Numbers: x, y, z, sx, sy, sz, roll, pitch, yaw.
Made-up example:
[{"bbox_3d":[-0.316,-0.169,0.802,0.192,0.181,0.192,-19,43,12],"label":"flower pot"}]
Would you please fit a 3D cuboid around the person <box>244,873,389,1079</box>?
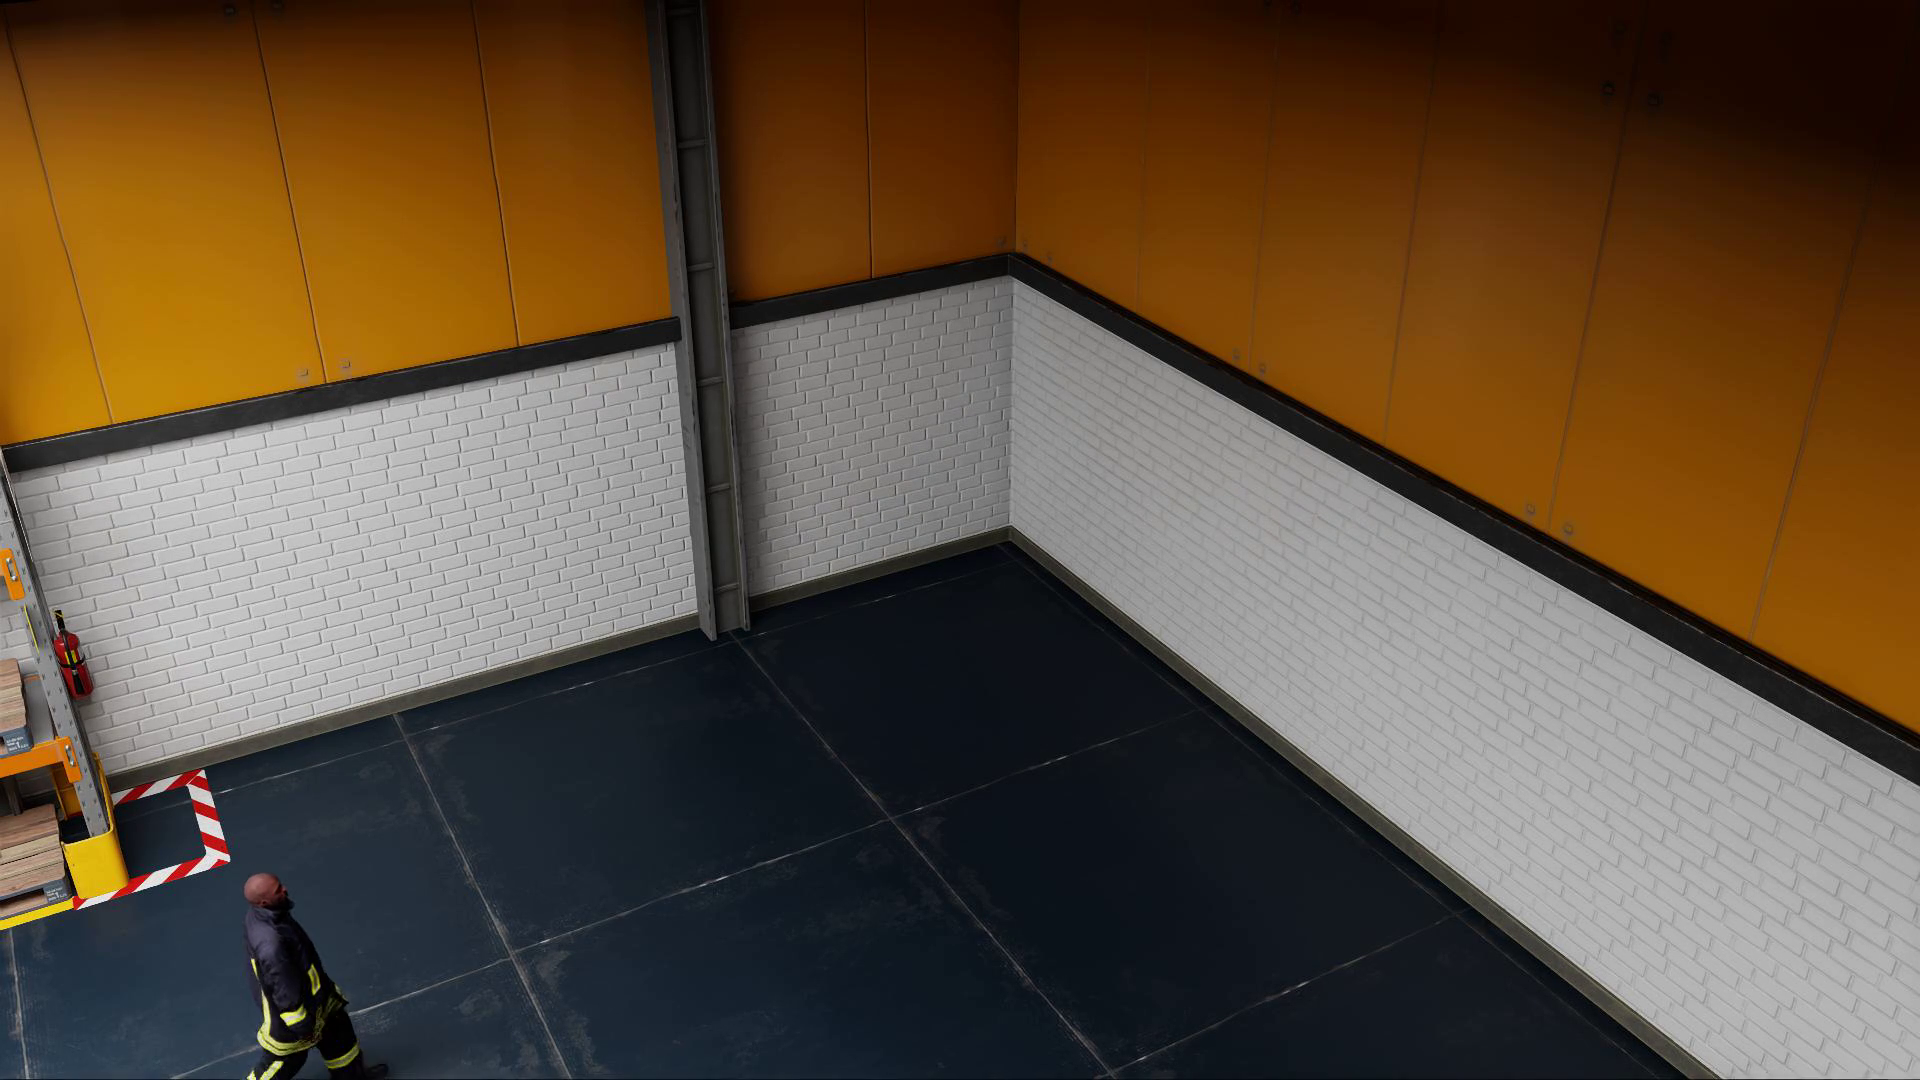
[{"bbox_3d":[-4.091,2.764,9.939,1.182,1.789,0.830,-12,31,-20],"label":"person"}]
